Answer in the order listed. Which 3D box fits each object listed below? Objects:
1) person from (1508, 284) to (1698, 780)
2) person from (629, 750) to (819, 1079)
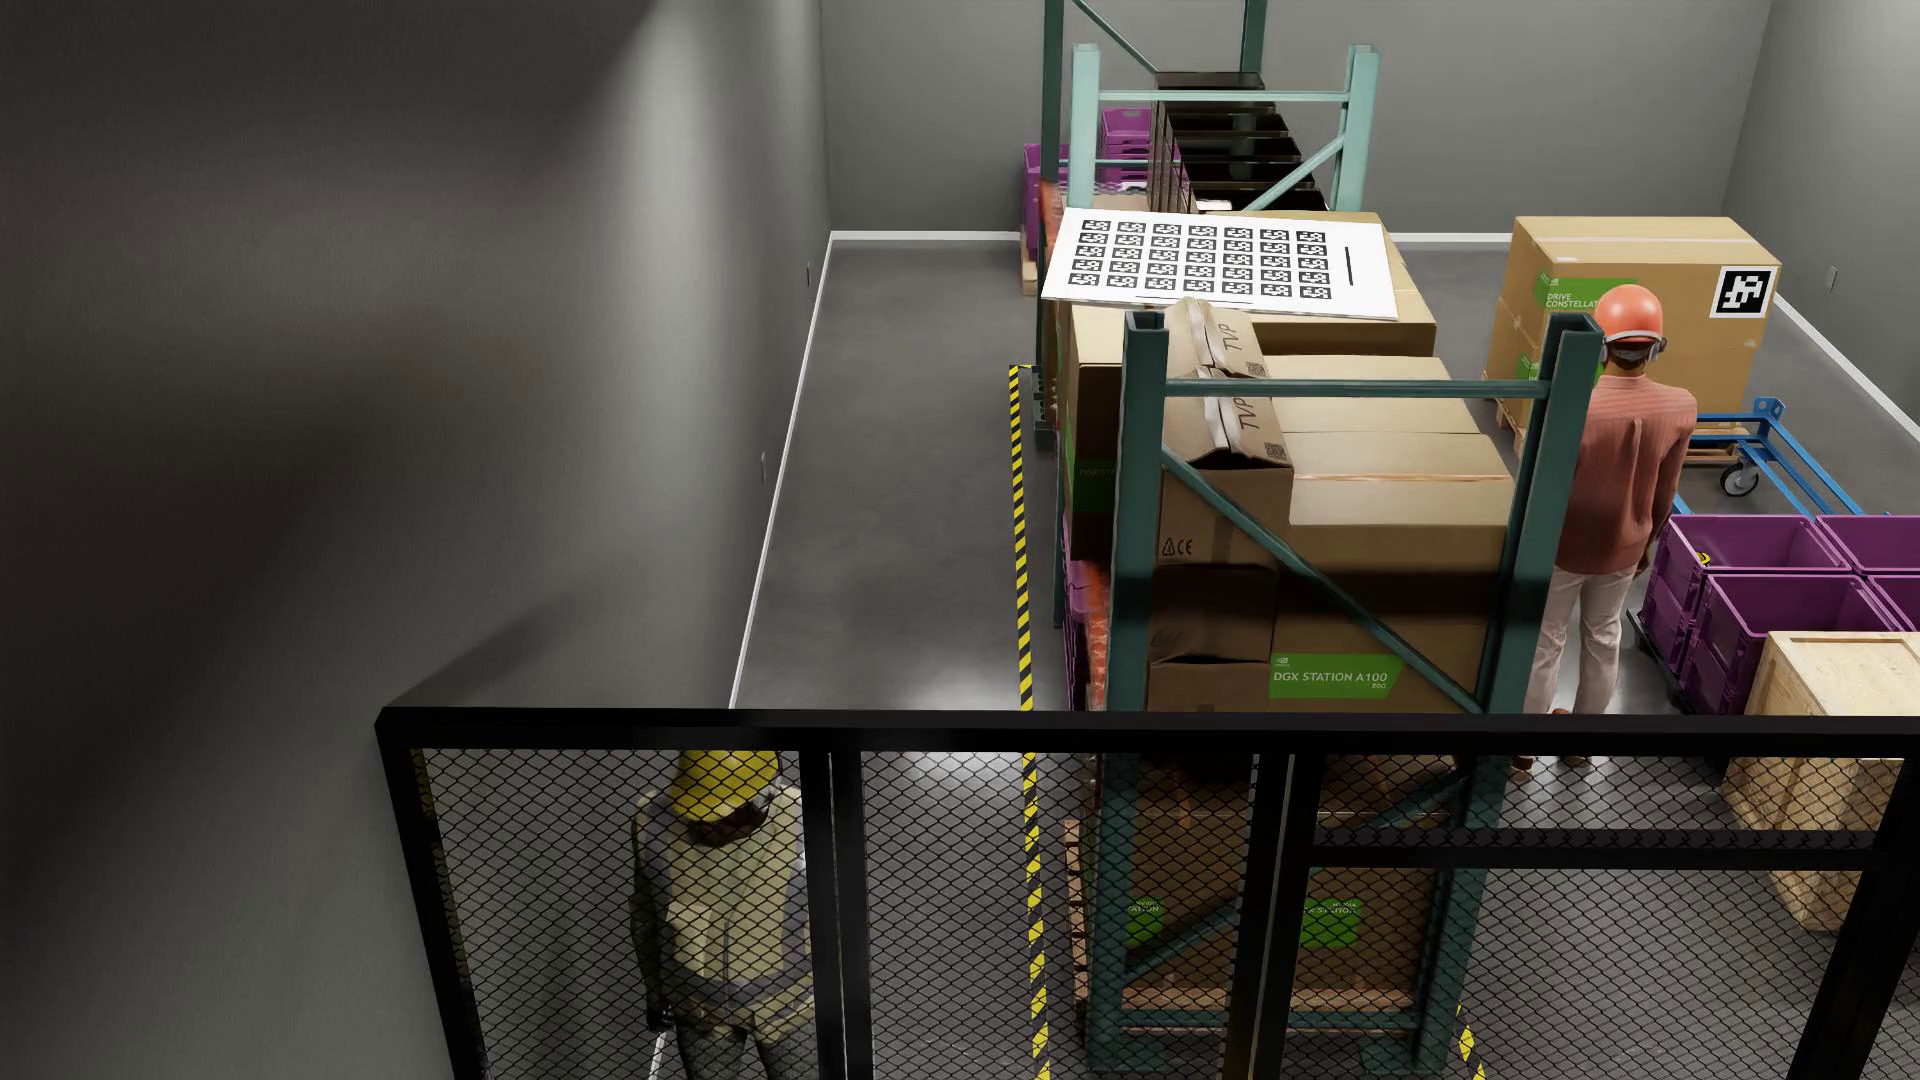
[{"bbox_3d":[2.309,0.009,6.155,0.615,1.986,0.389,-7,32,-12],"label":"person"},{"bbox_3d":[-0.560,1.180,4.363,0.587,1.826,0.404,2,31,3],"label":"person"}]
